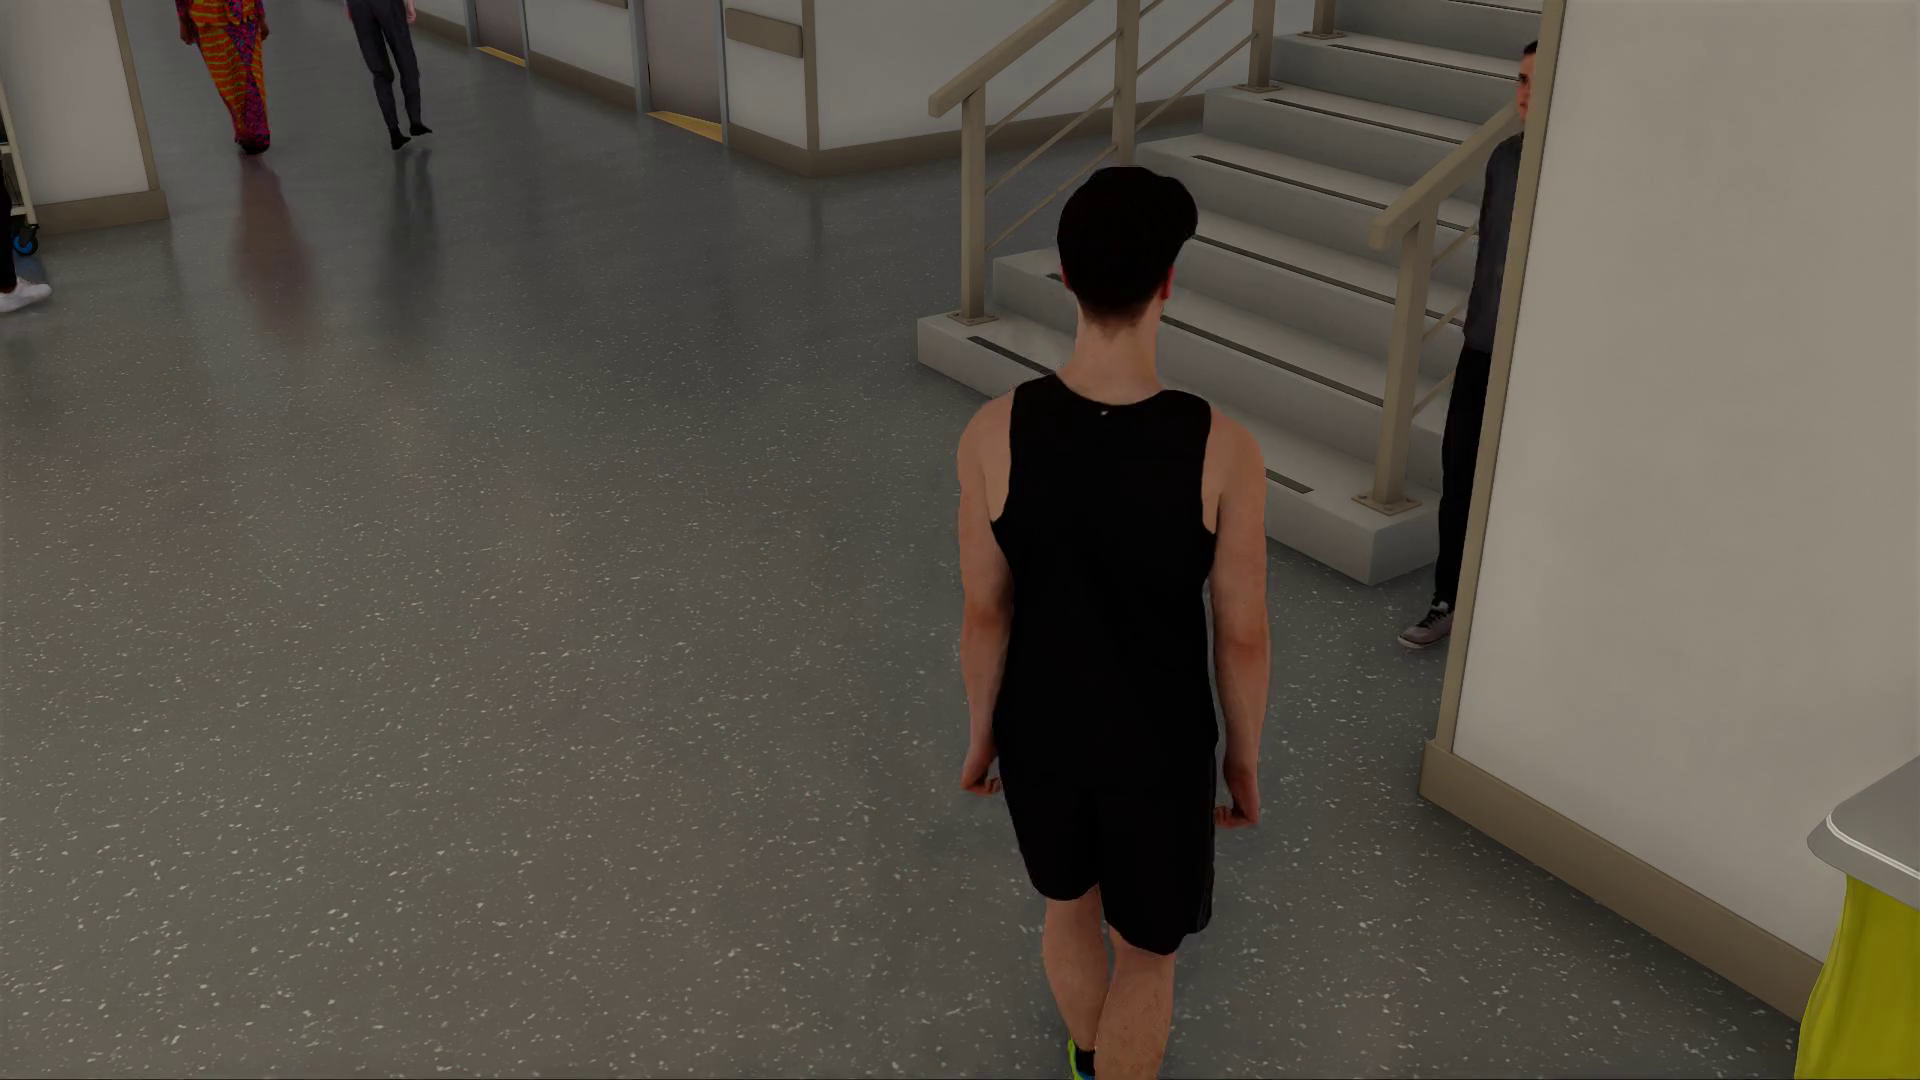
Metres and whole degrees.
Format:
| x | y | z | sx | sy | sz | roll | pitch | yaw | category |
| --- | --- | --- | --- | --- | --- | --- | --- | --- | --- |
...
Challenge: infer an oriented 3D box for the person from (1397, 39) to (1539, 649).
| x | y | z | sx | sy | sz | roll | pitch | yaw | category |
| --- | --- | --- | --- | --- | --- | --- | --- | --- | --- |
| 1.663 | -0.526 | 4.730 | 1.013 | 1.742 | 0.609 | -16 | 30 | -30 | person |

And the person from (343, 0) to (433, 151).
| x | y | z | sx | sy | sz | roll | pitch | yaw | category |
| --- | --- | --- | --- | --- | --- | --- | --- | --- | --- |
| -3.763 | -3.368 | 10.615 | 0.780 | 1.748 | 0.862 | 1 | 26 | 1 | person |

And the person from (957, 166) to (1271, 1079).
| x | y | z | sx | sy | sz | roll | pitch | yaw | category |
| --- | --- | --- | --- | --- | --- | --- | --- | --- | --- |
| 0.227 | 0.372 | 2.722 | 1.090 | 1.869 | 1.181 | 7 | 27 | 13 | person |

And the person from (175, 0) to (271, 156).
| x | y | z | sx | sy | sz | roll | pitch | yaw | category |
| --- | --- | --- | --- | --- | --- | --- | --- | --- | --- |
| -4.710 | -3.355 | 10.708 | 1.094 | 1.645 | 0.994 | -5 | 26 | -10 | person |
